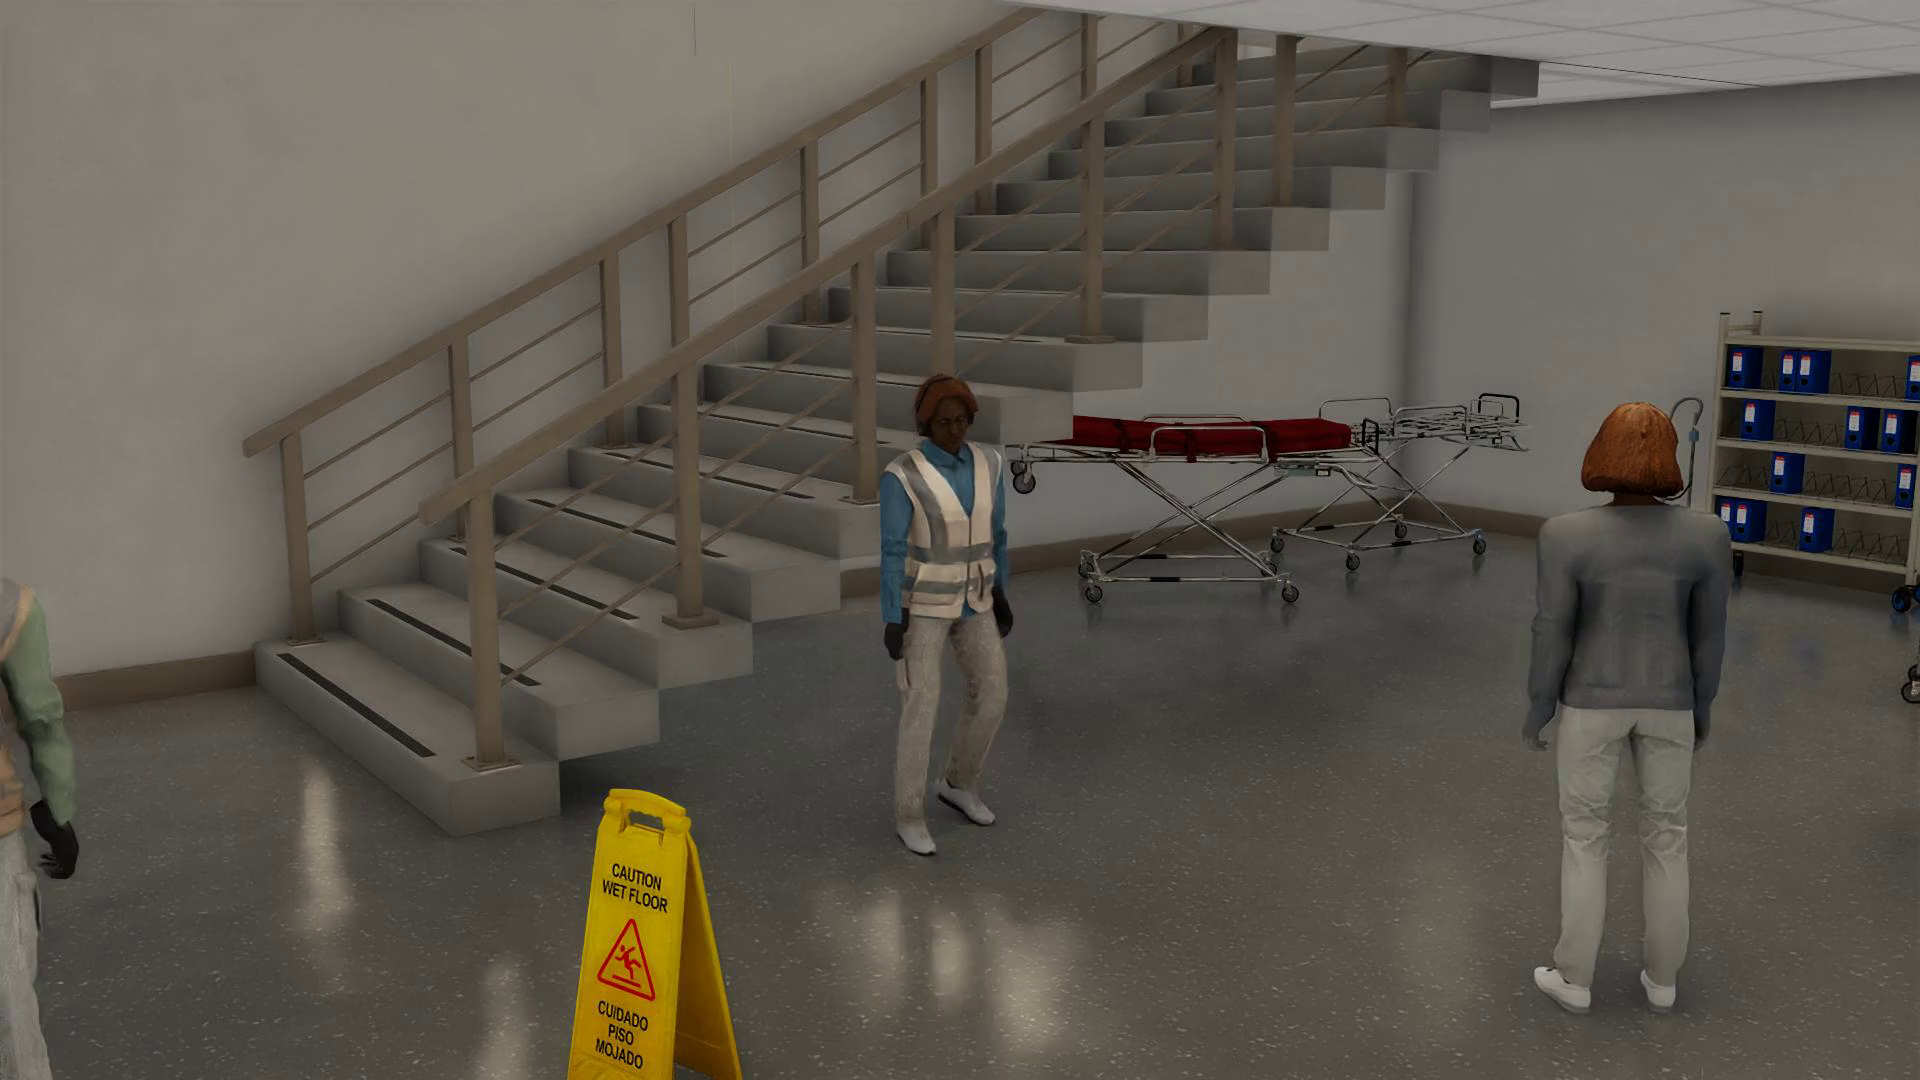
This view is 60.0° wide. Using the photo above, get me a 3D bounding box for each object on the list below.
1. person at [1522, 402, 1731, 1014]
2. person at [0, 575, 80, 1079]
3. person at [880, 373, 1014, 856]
[{"bbox_3d":[1.751,0.453,4.406,0.498,1.634,0.283,1,10,5],"label":"person"},{"bbox_3d":[-2.132,0.624,3.445,0.533,1.629,0.321,-5,11,-29],"label":"person"},{"bbox_3d":[-0.053,0.244,5.651,0.546,1.623,0.338,-8,13,-39],"label":"person"}]
